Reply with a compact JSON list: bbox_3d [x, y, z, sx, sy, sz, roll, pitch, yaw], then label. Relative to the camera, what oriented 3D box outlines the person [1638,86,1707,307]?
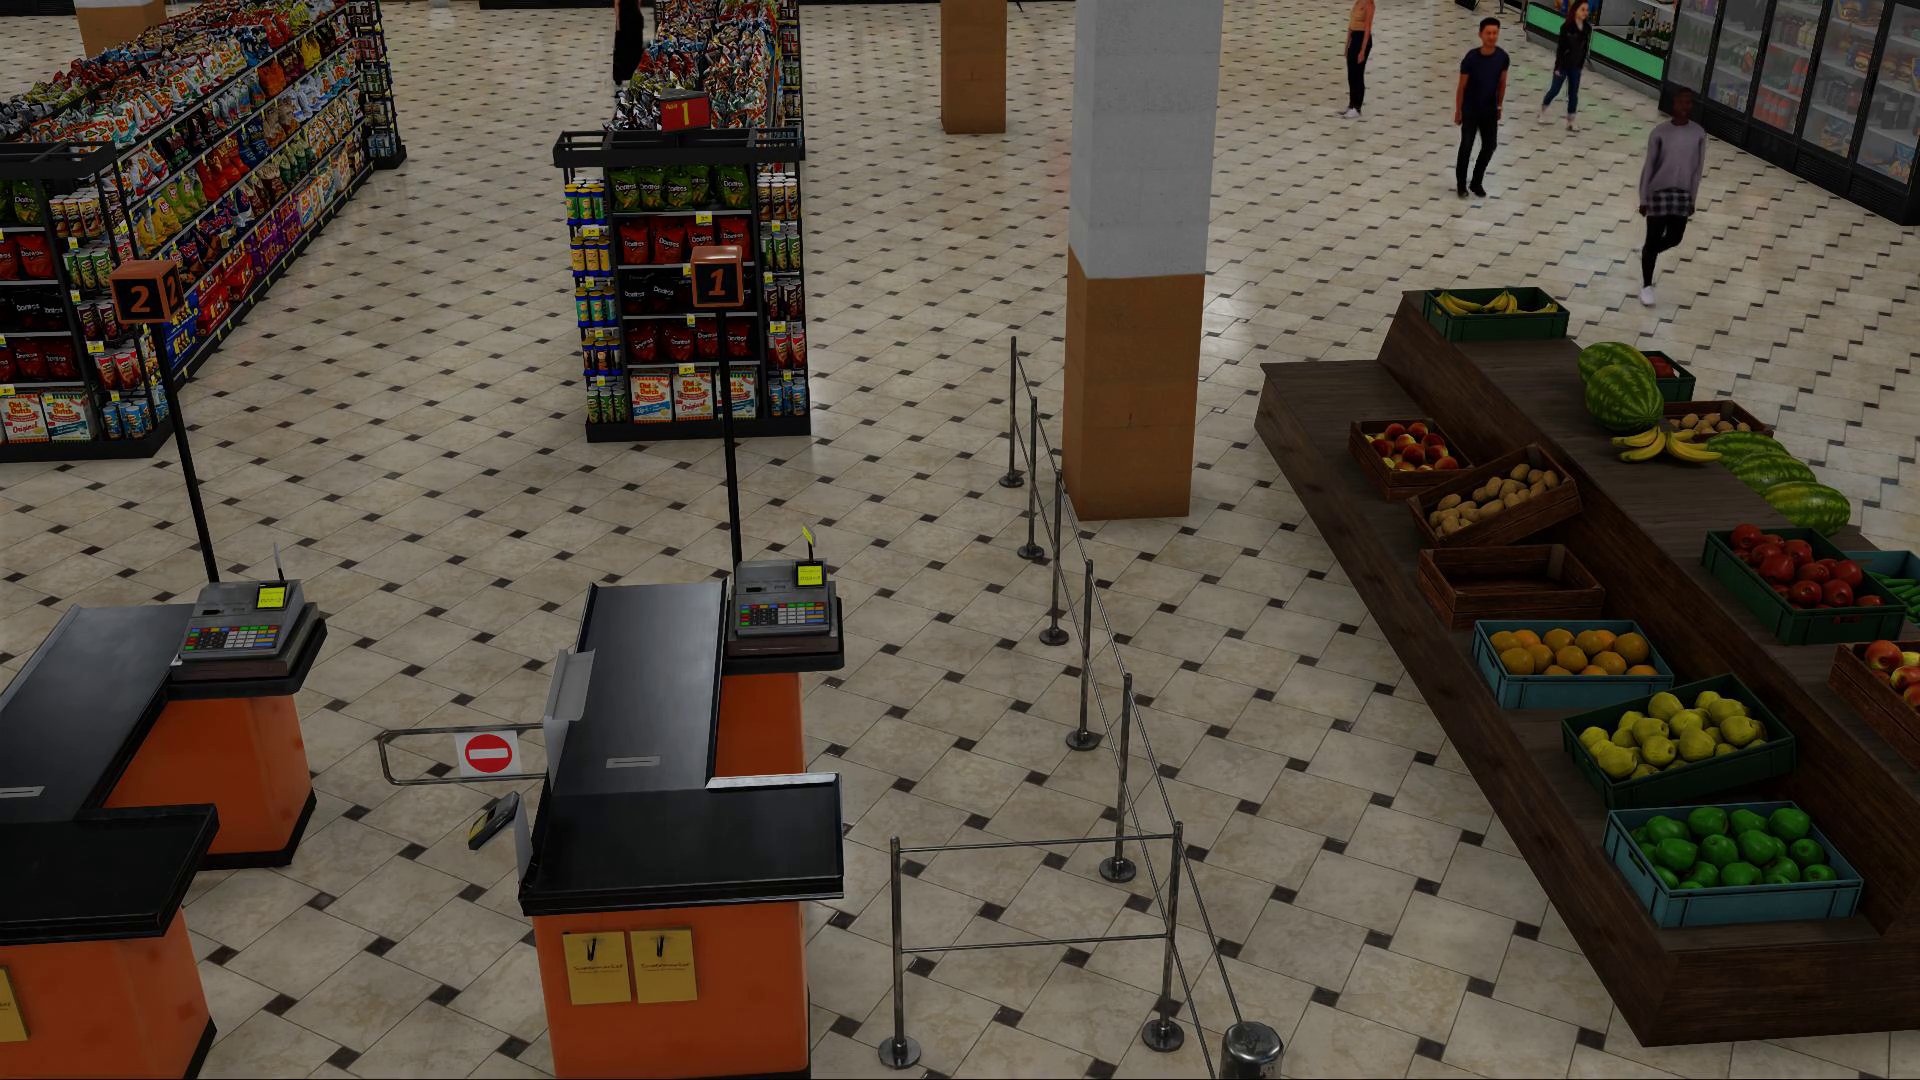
[{"bbox_3d":[5.814,-2.854,13.717,0.691,1.761,0.922,2,27,3],"label":"person"}]

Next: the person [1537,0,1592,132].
[{"bbox_3d":[7.013,-5.511,19.292,0.604,1.455,0.973,-4,27,-7],"label":"person"}]

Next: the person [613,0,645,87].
[{"bbox_3d":[-4.195,-6.656,21.407,0.765,1.585,0.740,20,33,33],"label":"person"}]

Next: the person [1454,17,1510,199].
[{"bbox_3d":[5.140,-4.304,16.556,0.670,1.778,0.625,-1,27,-2],"label":"person"}]

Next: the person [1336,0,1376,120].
[{"bbox_3d":[4.766,-5.864,19.817,0.665,1.612,0.515,-6,28,-12],"label":"person"}]
